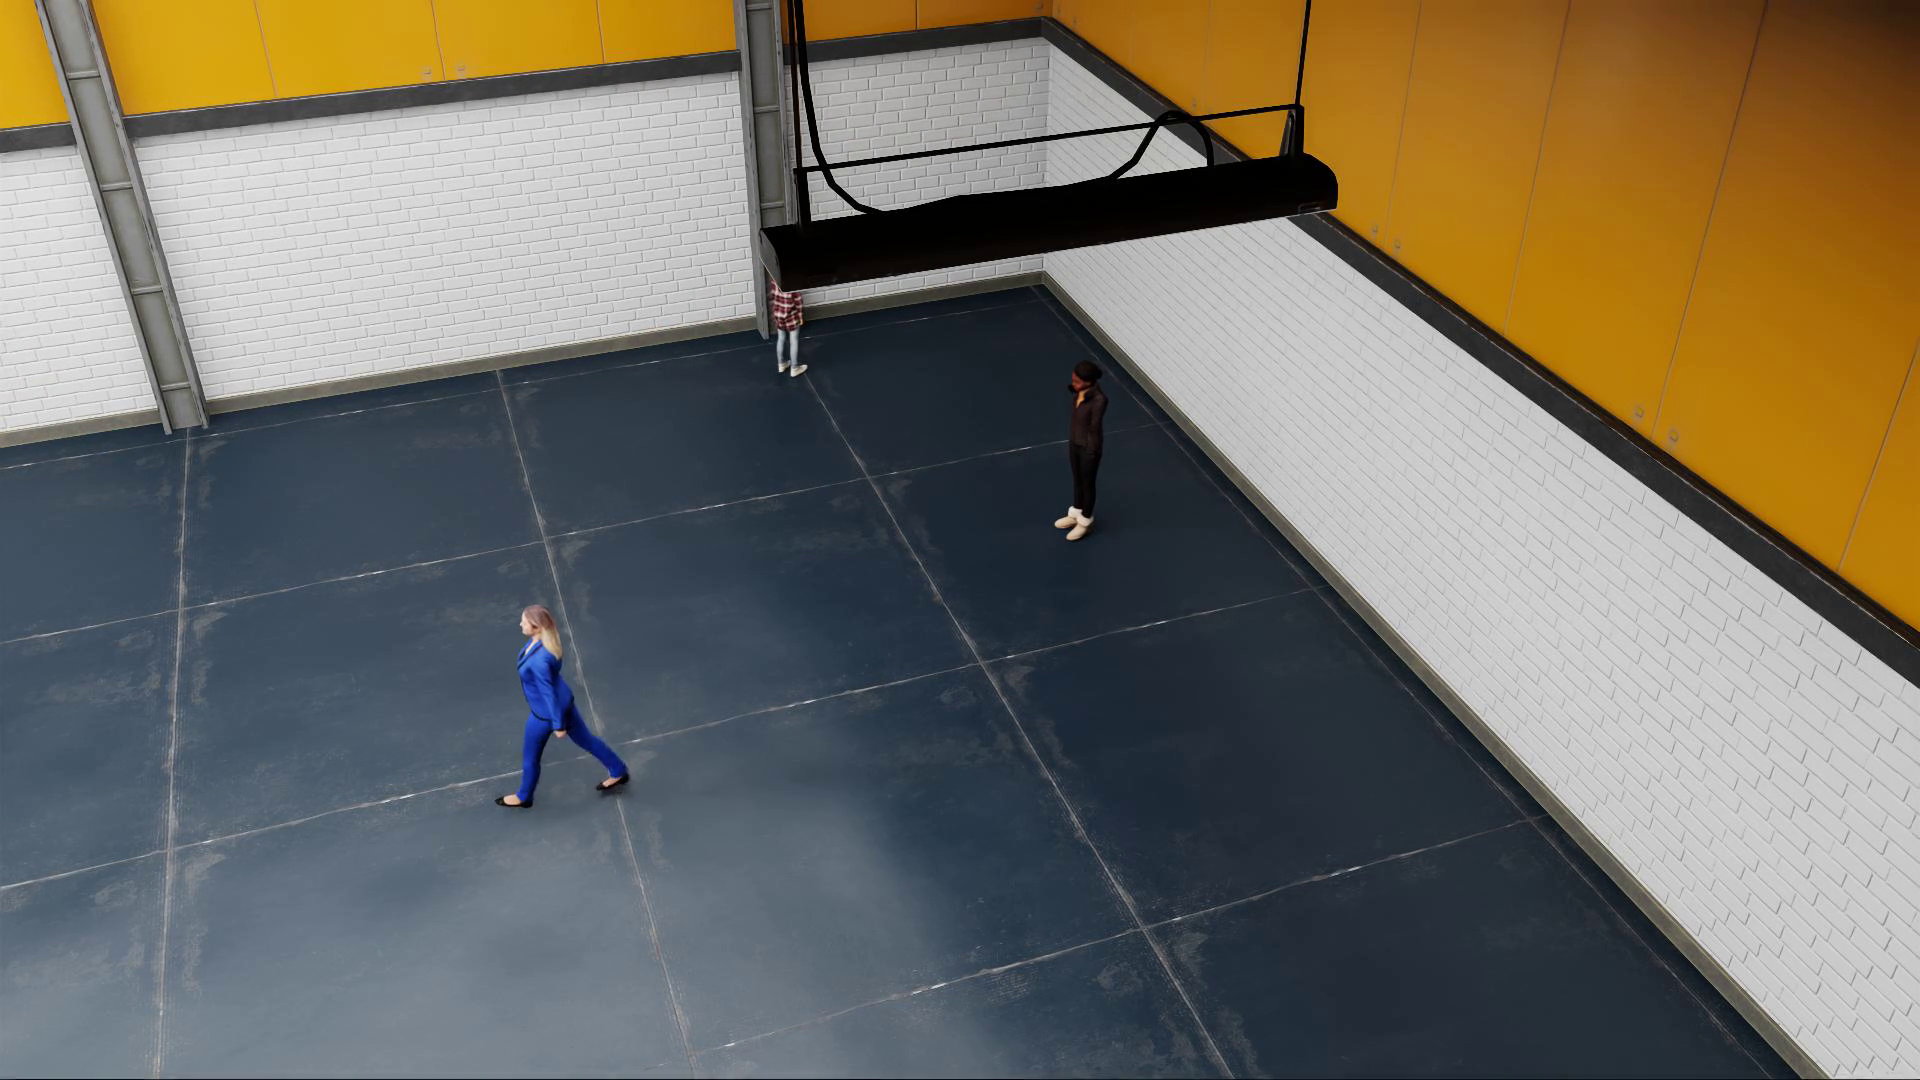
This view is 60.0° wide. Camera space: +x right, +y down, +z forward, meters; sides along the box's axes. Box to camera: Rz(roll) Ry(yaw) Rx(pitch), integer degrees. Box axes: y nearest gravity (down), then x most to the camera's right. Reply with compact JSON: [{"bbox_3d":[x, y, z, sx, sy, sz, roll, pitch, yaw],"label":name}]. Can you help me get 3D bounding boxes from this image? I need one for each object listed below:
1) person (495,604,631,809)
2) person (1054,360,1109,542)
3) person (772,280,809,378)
[{"bbox_3d":[-2.695,1.157,11.441,1.225,1.652,0.832,-4,34,-6],"label":"person"},{"bbox_3d":[1.096,-0.814,14.398,0.667,1.659,0.608,-16,37,-22],"label":"person"},{"bbox_3d":[-1.765,-2.299,16.952,0.604,1.305,0.649,19,38,26],"label":"person"}]
